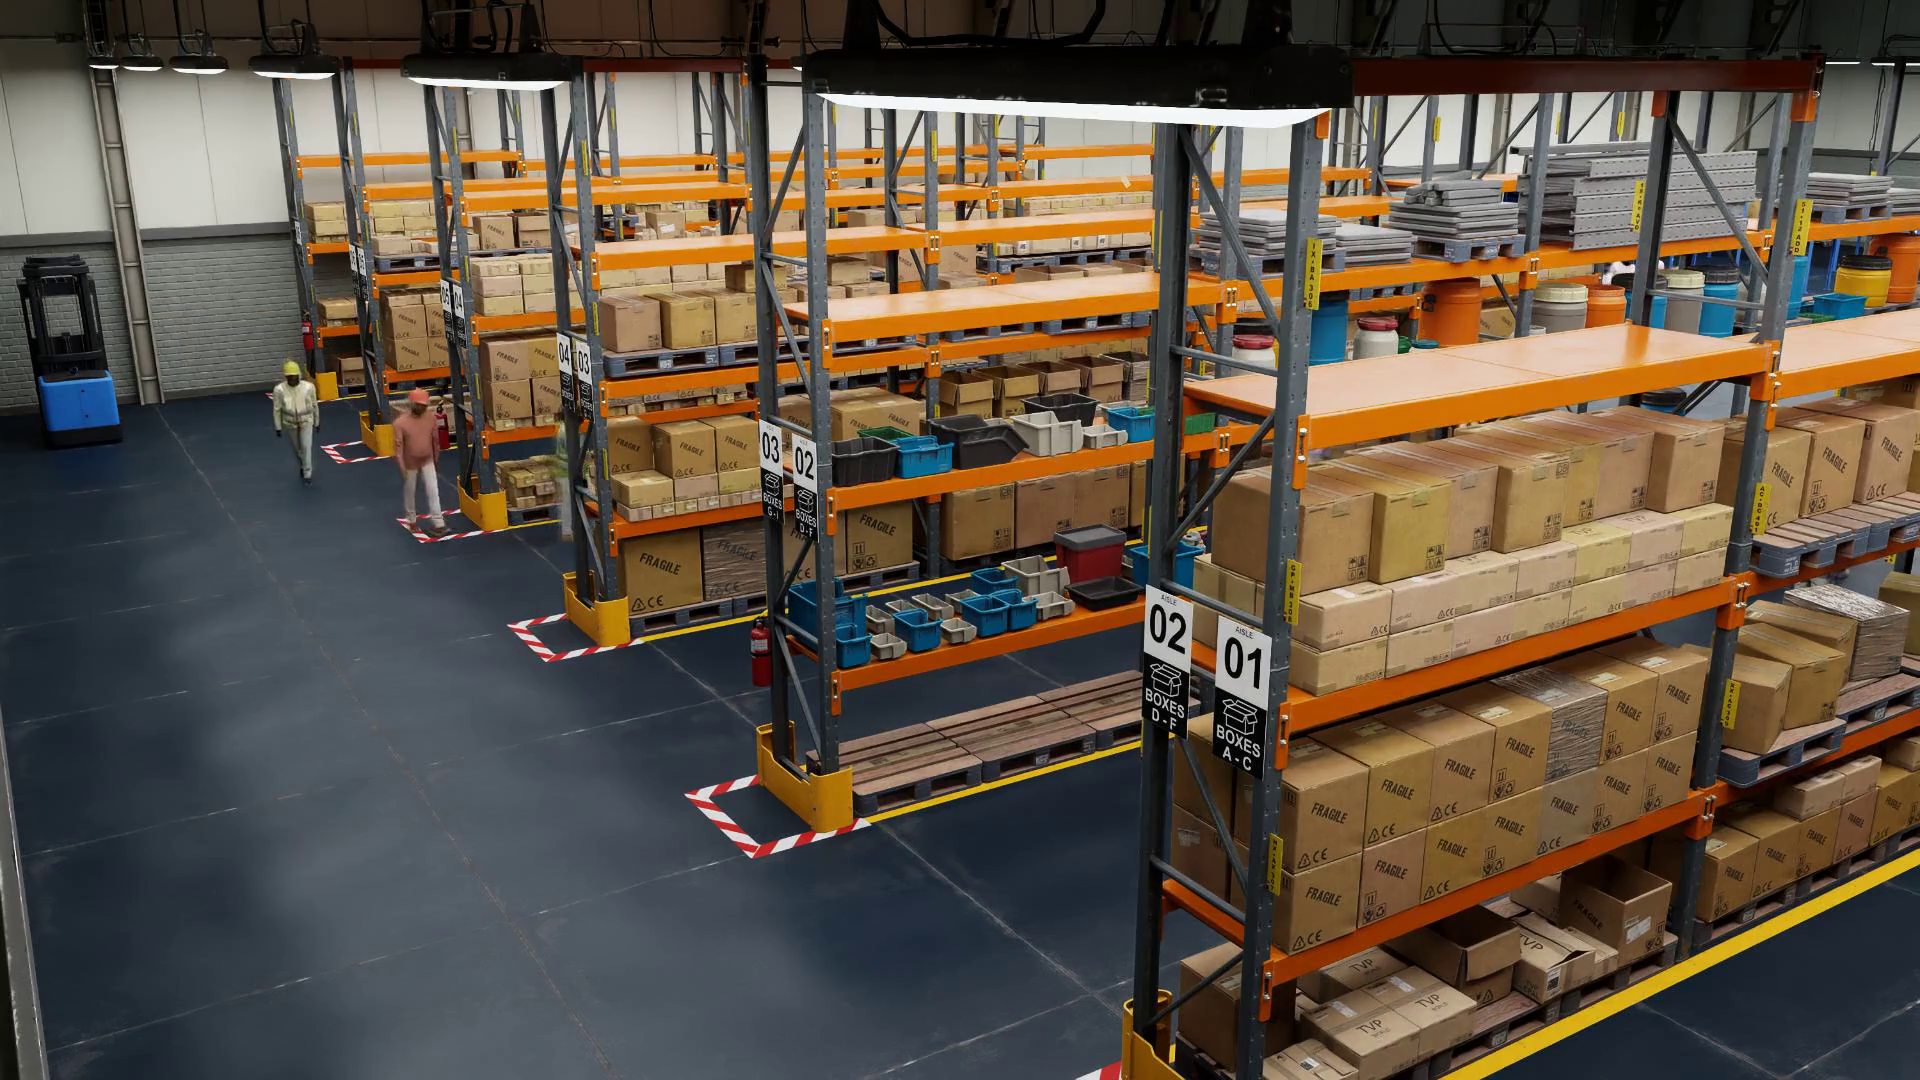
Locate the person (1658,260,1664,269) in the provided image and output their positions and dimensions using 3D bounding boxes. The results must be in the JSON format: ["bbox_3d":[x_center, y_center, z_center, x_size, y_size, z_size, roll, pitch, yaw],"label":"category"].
[{"bbox_3d":[15.853,-5.790,36.205,0.343,1.882,0.586,-11,20,-31],"label":"person"}]

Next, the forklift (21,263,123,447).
[{"bbox_3d":[-14.518,-3.079,25.708,1.129,2.768,1.873,-10,20,-31],"label":"forklift"}]

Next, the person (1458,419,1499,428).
[{"bbox_3d":[6.560,-0.885,19.931,0.695,2.000,1.030,13,21,37],"label":"person"}]

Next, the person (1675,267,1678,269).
[{"bbox_3d":[14.694,-4.723,32.685,0.932,1.907,0.553,5,18,17],"label":"person"}]

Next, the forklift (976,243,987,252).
[{"bbox_3d":[0.988,-5.474,34.718,1.214,2.155,2.313,-10,20,-31],"label":"forklift"}]

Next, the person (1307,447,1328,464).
[{"bbox_3d":[4.595,-1.206,20.919,0.473,2.033,0.664,-11,20,-31],"label":"person"}]

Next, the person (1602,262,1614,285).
[{"bbox_3d":[14.378,-5.415,35.304,0.558,1.672,0.621,-2,17,-5],"label":"person"}]

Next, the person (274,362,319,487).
[{"bbox_3d":[-9.692,-1.738,23.092,0.591,1.794,0.935,-5,18,-16],"label":"person"}]

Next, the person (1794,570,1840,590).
[{"bbox_3d":[8.884,0.374,16.418,0.270,1.632,0.508,-11,20,-31],"label":"person"}]

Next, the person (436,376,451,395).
[{"bbox_3d":[-9.072,-3.477,28.607,0.918,1.910,0.561,-7,18,-21],"label":"person"}]

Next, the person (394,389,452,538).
[{"bbox_3d":[-6.954,-0.978,20.353,0.650,1.916,1.035,-14,22,-38],"label":"person"}]

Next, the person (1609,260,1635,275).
[{"bbox_3d":[15.078,-5.692,36.058,0.640,1.789,0.944,3,17,9],"label":"person"}]

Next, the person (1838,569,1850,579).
[{"bbox_3d":[10.692,-0.459,18.823,0.643,1.821,0.534,-12,21,-34],"label":"person"}]

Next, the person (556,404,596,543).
[{"bbox_3d":[-4.816,-0.862,20.169,0.747,1.810,0.630,-2,17,-7],"label":"person"}]

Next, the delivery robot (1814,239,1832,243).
[{"bbox_3d":[28.589,-10.070,52.396,0.477,0.478,0.707,-11,20,-31],"label":"delivery robot"}]
